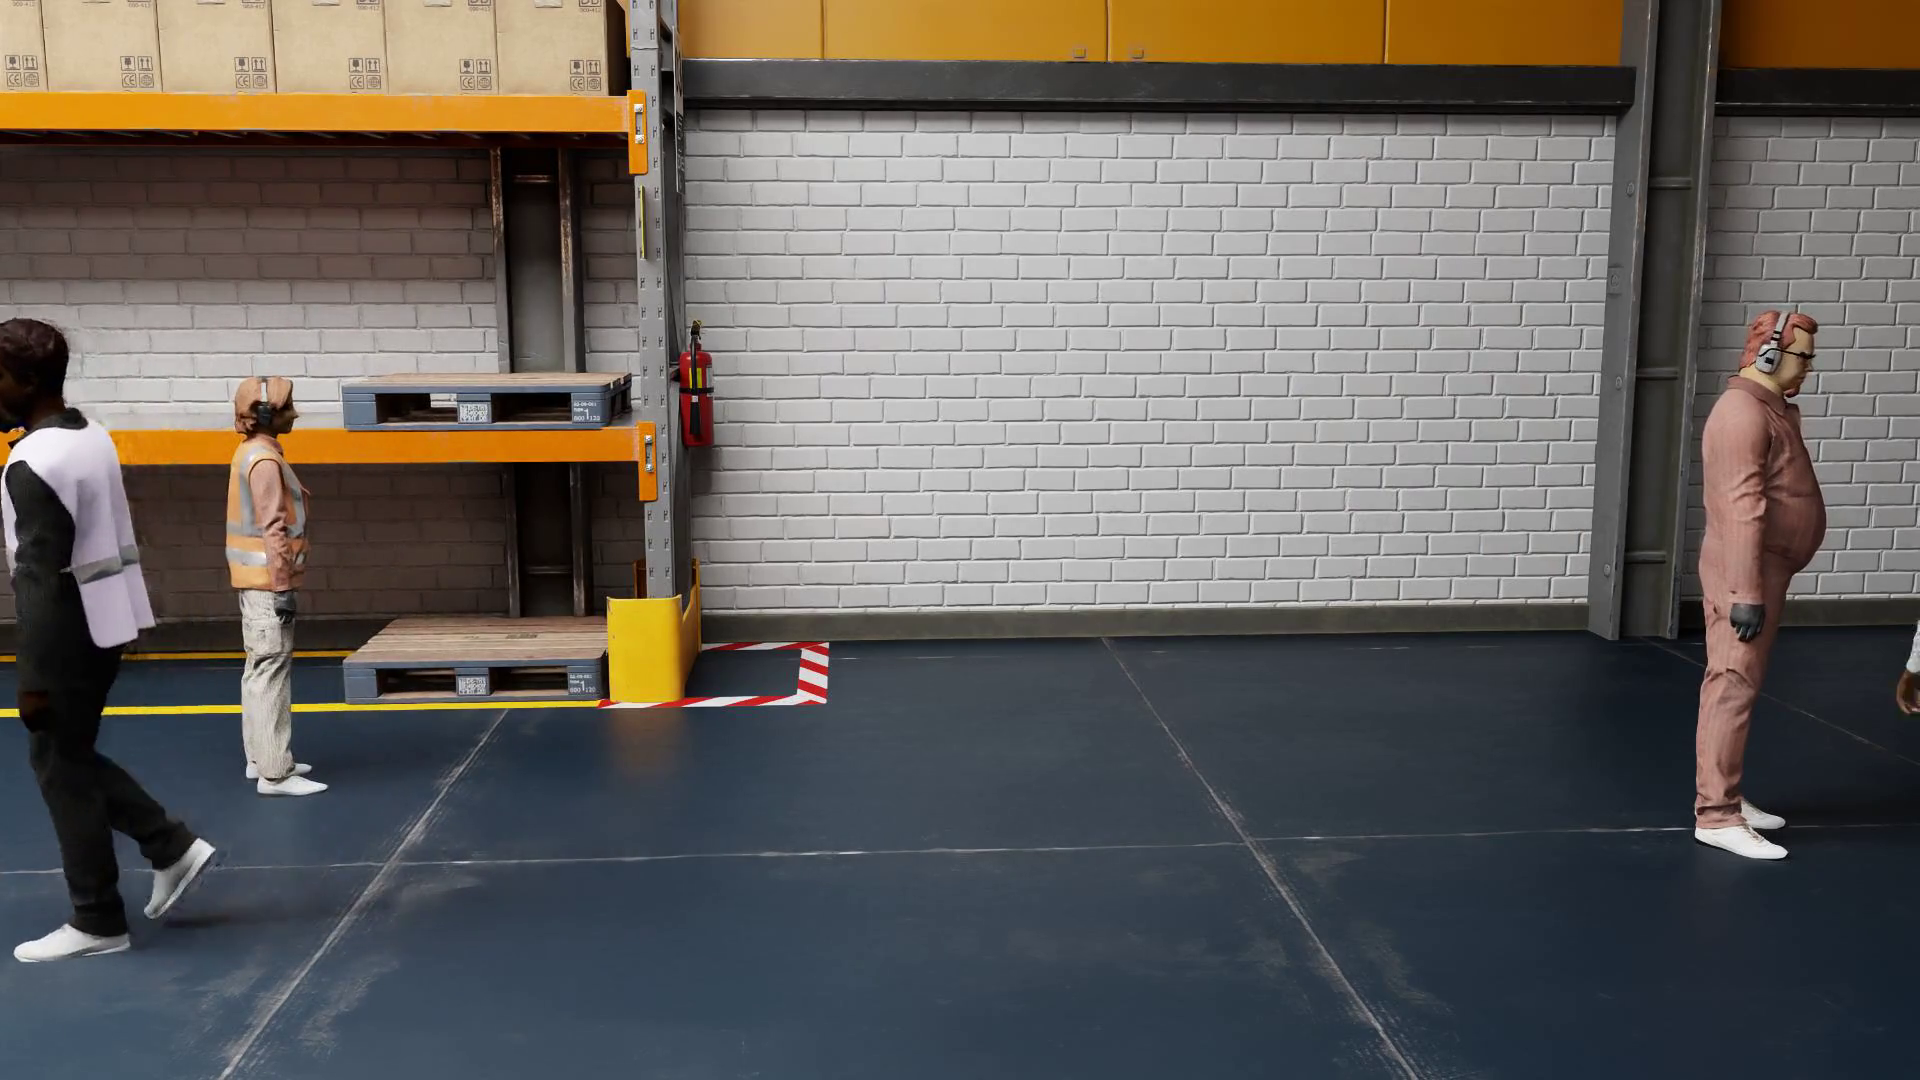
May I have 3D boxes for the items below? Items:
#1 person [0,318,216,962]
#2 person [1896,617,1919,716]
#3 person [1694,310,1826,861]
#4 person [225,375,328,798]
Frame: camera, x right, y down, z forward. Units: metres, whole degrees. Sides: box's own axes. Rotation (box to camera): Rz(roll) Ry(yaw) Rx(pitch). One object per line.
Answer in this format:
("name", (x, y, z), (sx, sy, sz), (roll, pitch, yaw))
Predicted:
("person", (-2.587, 0.303, 4.892), (0.475, 1.900, 0.618), (-2, 9, -12))
("person", (2.861, 0.354, 4.544), (0.454, 1.908, 0.572), (0, 9, 0))
("person", (2.815, 0.147, 5.878), (0.408, 1.903, 0.638), (5, 10, 26))
("person", (-2.689, 0.178, 6.497), (0.310, 1.638, 0.523), (-5, 10, -30))
